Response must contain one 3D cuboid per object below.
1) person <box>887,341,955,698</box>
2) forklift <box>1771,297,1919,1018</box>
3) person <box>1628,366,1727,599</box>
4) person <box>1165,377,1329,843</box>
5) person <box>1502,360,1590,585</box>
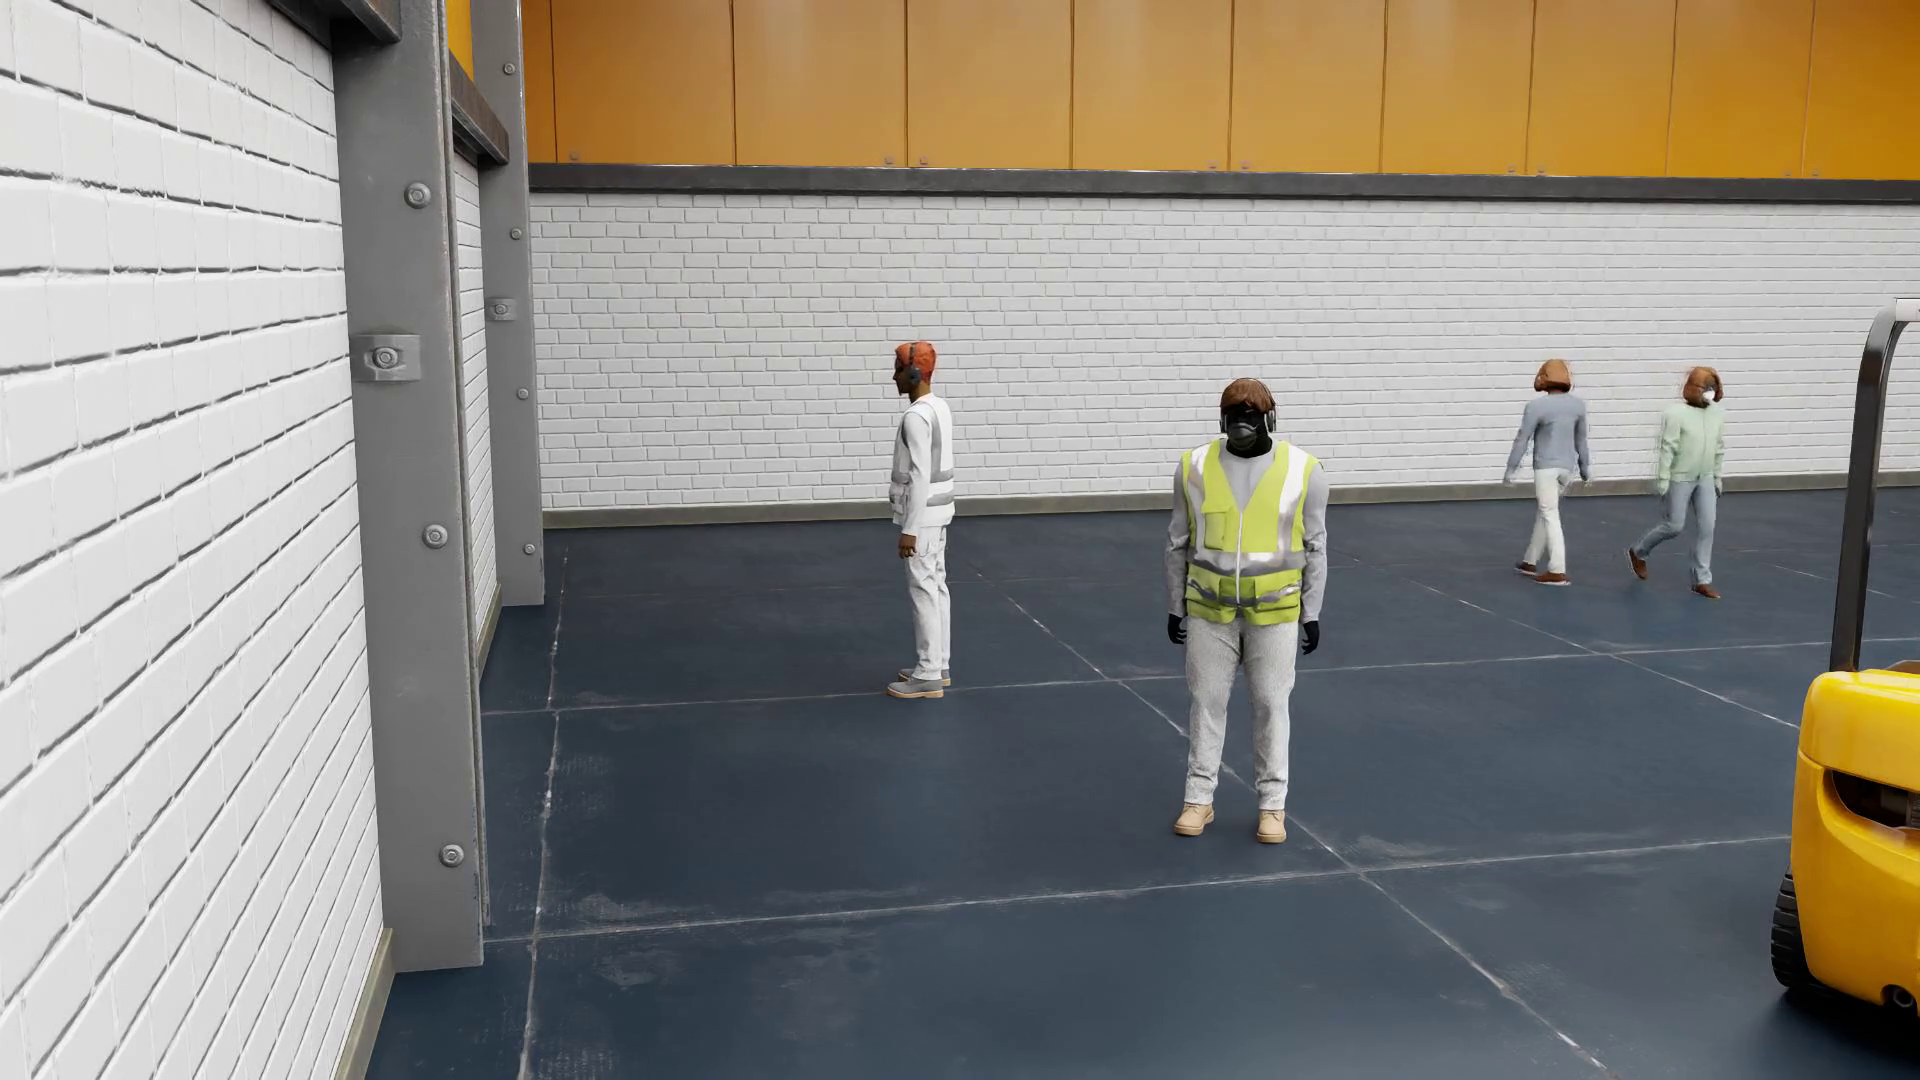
[{"bbox_3d":[-0.205,-0.106,8.803,0.340,1.880,0.586,2,10,12],"label":"person"},{"bbox_3d":[3.542,0.334,5.177,2.313,2.155,1.214,-9,13,-43],"label":"forklift"},{"bbox_3d":[5.046,-0.423,11.601,0.517,1.605,0.671,-3,10,-16],"label":"person"},{"bbox_3d":[1.118,0.279,6.580,0.634,1.842,0.429,3,10,17],"label":"person"},{"bbox_3d":[4.216,-0.501,12.044,0.623,1.591,0.727,-4,10,-20],"label":"person"}]
